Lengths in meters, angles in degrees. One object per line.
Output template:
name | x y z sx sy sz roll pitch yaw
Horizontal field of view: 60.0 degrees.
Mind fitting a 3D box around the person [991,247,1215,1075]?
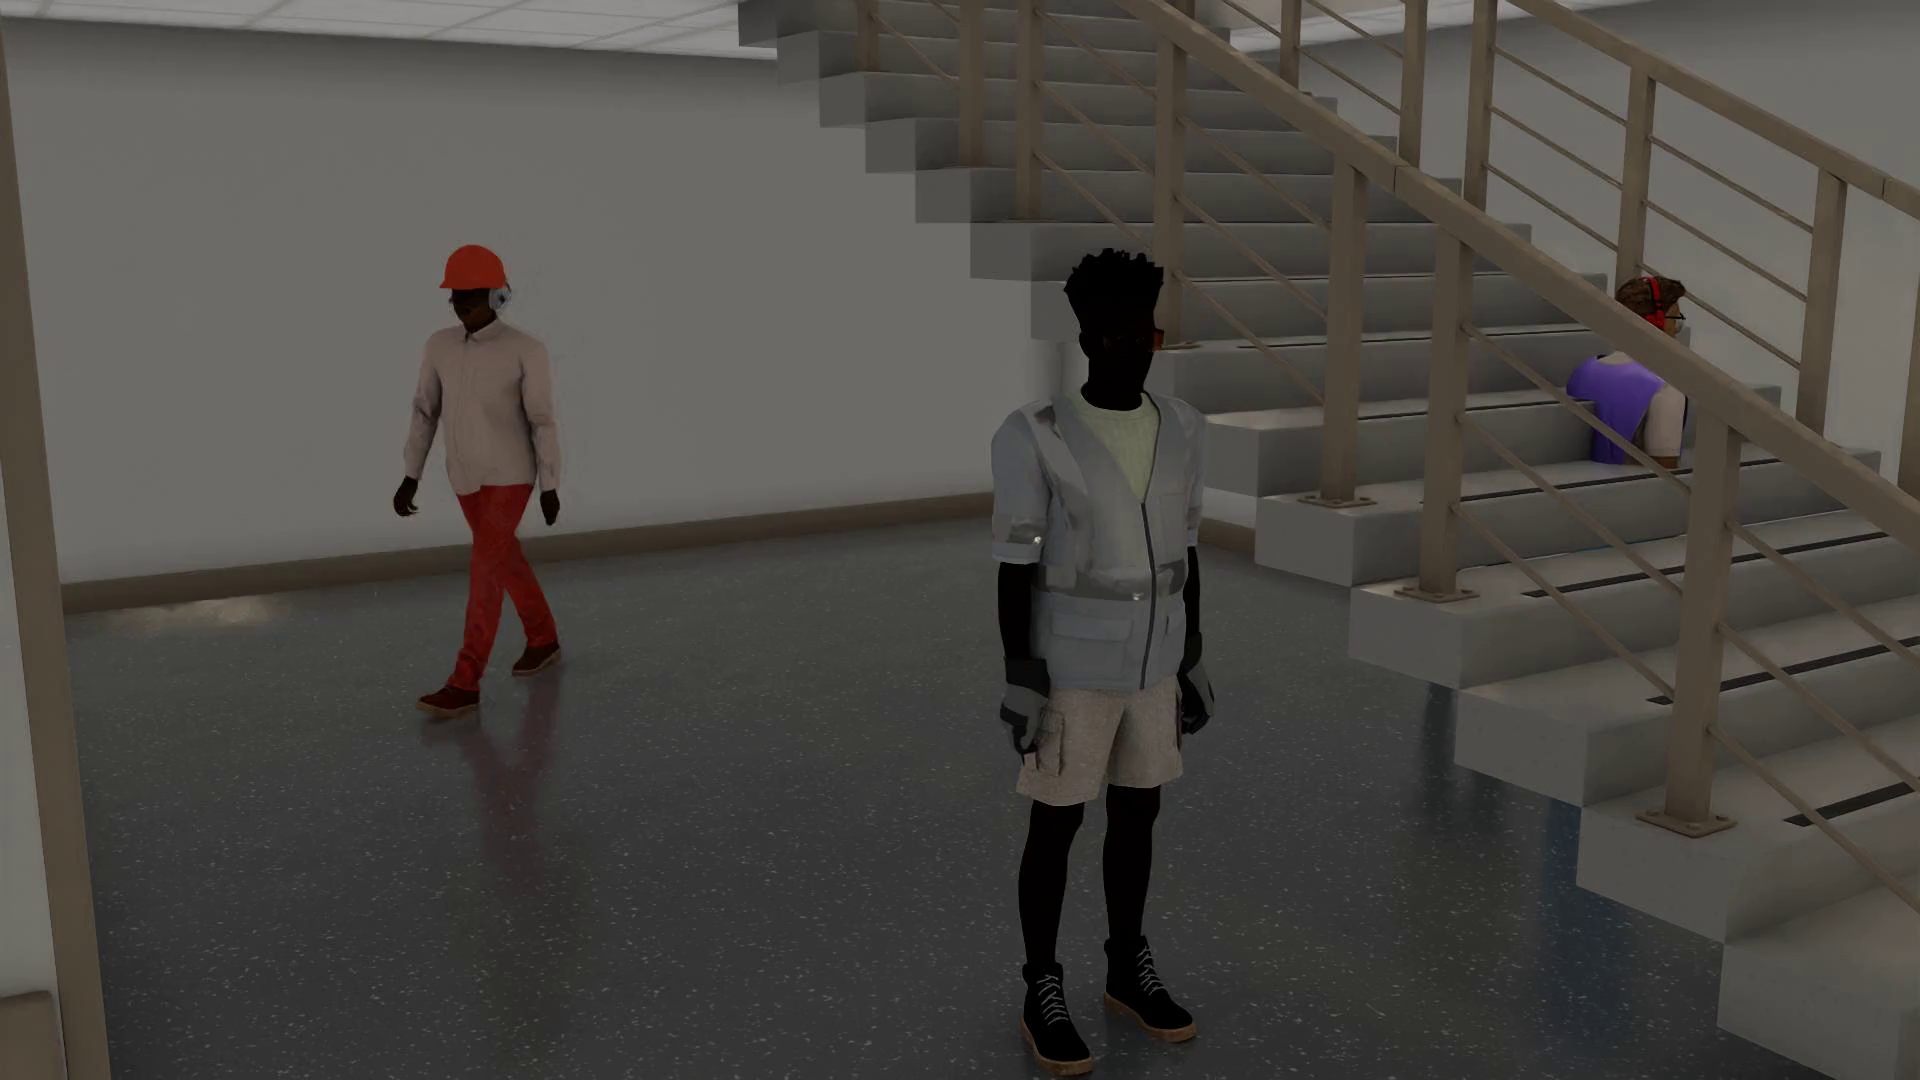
person | 0.356 0.289 4.021 0.609 1.965 0.364 -6 13 -30

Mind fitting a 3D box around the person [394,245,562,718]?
person | -2.031 -0.281 7.120 0.624 1.941 1.049 5 12 25

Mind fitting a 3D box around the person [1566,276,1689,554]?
person | 2.297 0.007 5.825 0.372 1.843 0.570 -3 11 -14
